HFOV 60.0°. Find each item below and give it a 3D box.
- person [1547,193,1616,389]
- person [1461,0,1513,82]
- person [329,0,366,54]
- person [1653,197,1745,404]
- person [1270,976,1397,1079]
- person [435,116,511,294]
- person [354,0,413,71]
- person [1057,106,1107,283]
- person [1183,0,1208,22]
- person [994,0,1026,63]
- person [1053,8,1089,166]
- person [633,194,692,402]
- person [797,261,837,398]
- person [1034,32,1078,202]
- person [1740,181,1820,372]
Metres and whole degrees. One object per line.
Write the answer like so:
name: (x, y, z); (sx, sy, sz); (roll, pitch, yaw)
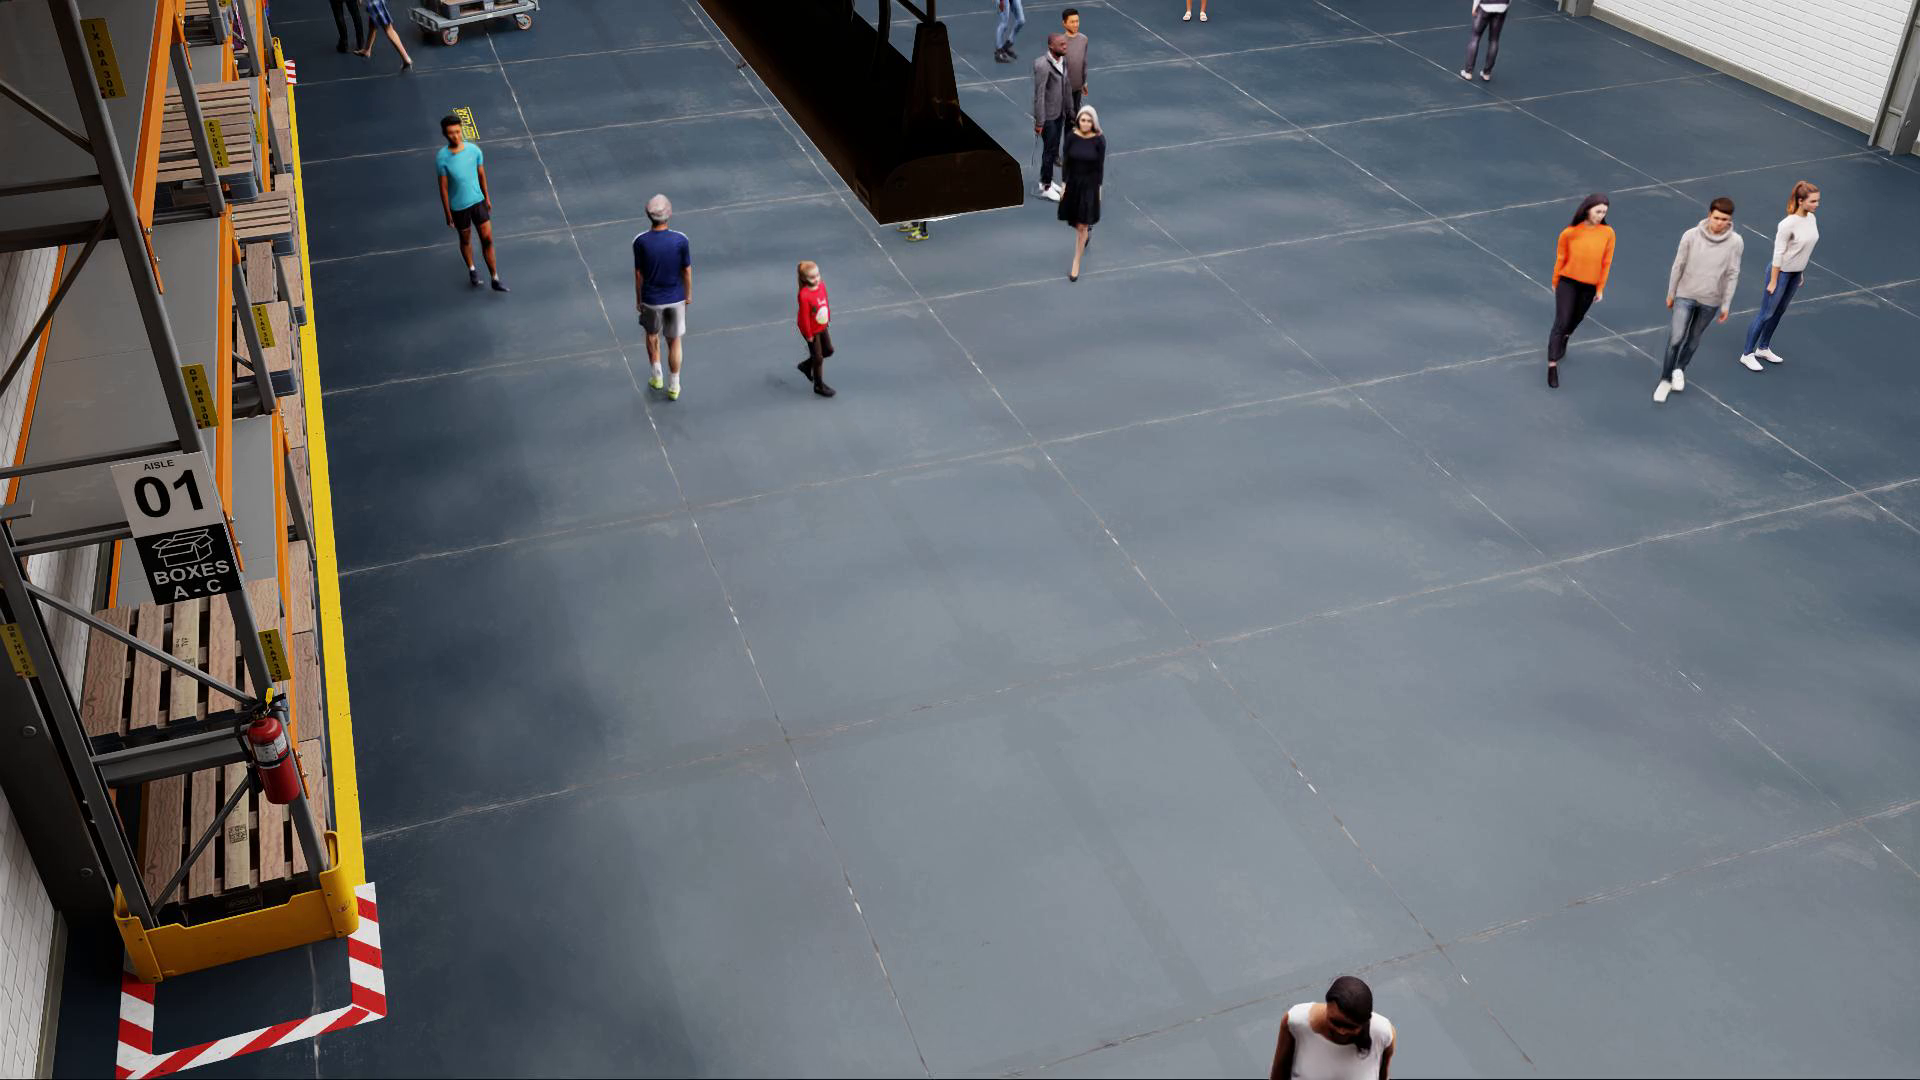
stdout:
person: (5.474, -2.274, 14.751); (0.946, 1.705, 1.184); (5, 34, 7)
person: (6.911, -6.856, 21.544); (0.782, 1.818, 0.759); (-1, 34, -2)
person: (-8.434, -7.555, 22.629); (0.683, 1.781, 0.688); (-21, 39, -28)
person: (6.420, -2.138, 14.436); (0.971, 1.829, 1.052); (10, 35, 15)
person: (1.676, 2.539, 7.567); (1.047, 1.644, 1.187); (8, 35, 12)
person: (-4.857, -3.300, 16.255); (0.783, 1.750, 1.003); (-19, 38, -27)
person: (-7.591, -7.004, 21.844); (1.213, 1.733, 1.209); (12, 35, 17)
person: (1.221, -3.487, 16.553); (0.905, 1.733, 1.023); (9, 35, 13)
person: (3.469, -8.340, 23.888); (0.654, 1.695, 0.673); (4, 34, 6)
person: (0.571, -7.272, 22.268); (0.780, 1.709, 0.733); (25, 41, 33)
person: (1.244, -5.227, 19.138); (0.592, 1.768, 0.676); (-12, 35, -17)
person: (-2.528, -2.031, 14.287); (0.698, 1.816, 0.661); (-6, 34, -9)
person: (-1.311, -1.857, 14.517); (0.747, 1.271, 0.683); (15, 36, 21)
person: (0.947, -4.687, 18.285); (0.923, 1.812, 0.891); (18, 37, 24)
person: (7.368, -2.369, 14.881); (0.650, 1.720, 0.592); (-19, 38, -26)
